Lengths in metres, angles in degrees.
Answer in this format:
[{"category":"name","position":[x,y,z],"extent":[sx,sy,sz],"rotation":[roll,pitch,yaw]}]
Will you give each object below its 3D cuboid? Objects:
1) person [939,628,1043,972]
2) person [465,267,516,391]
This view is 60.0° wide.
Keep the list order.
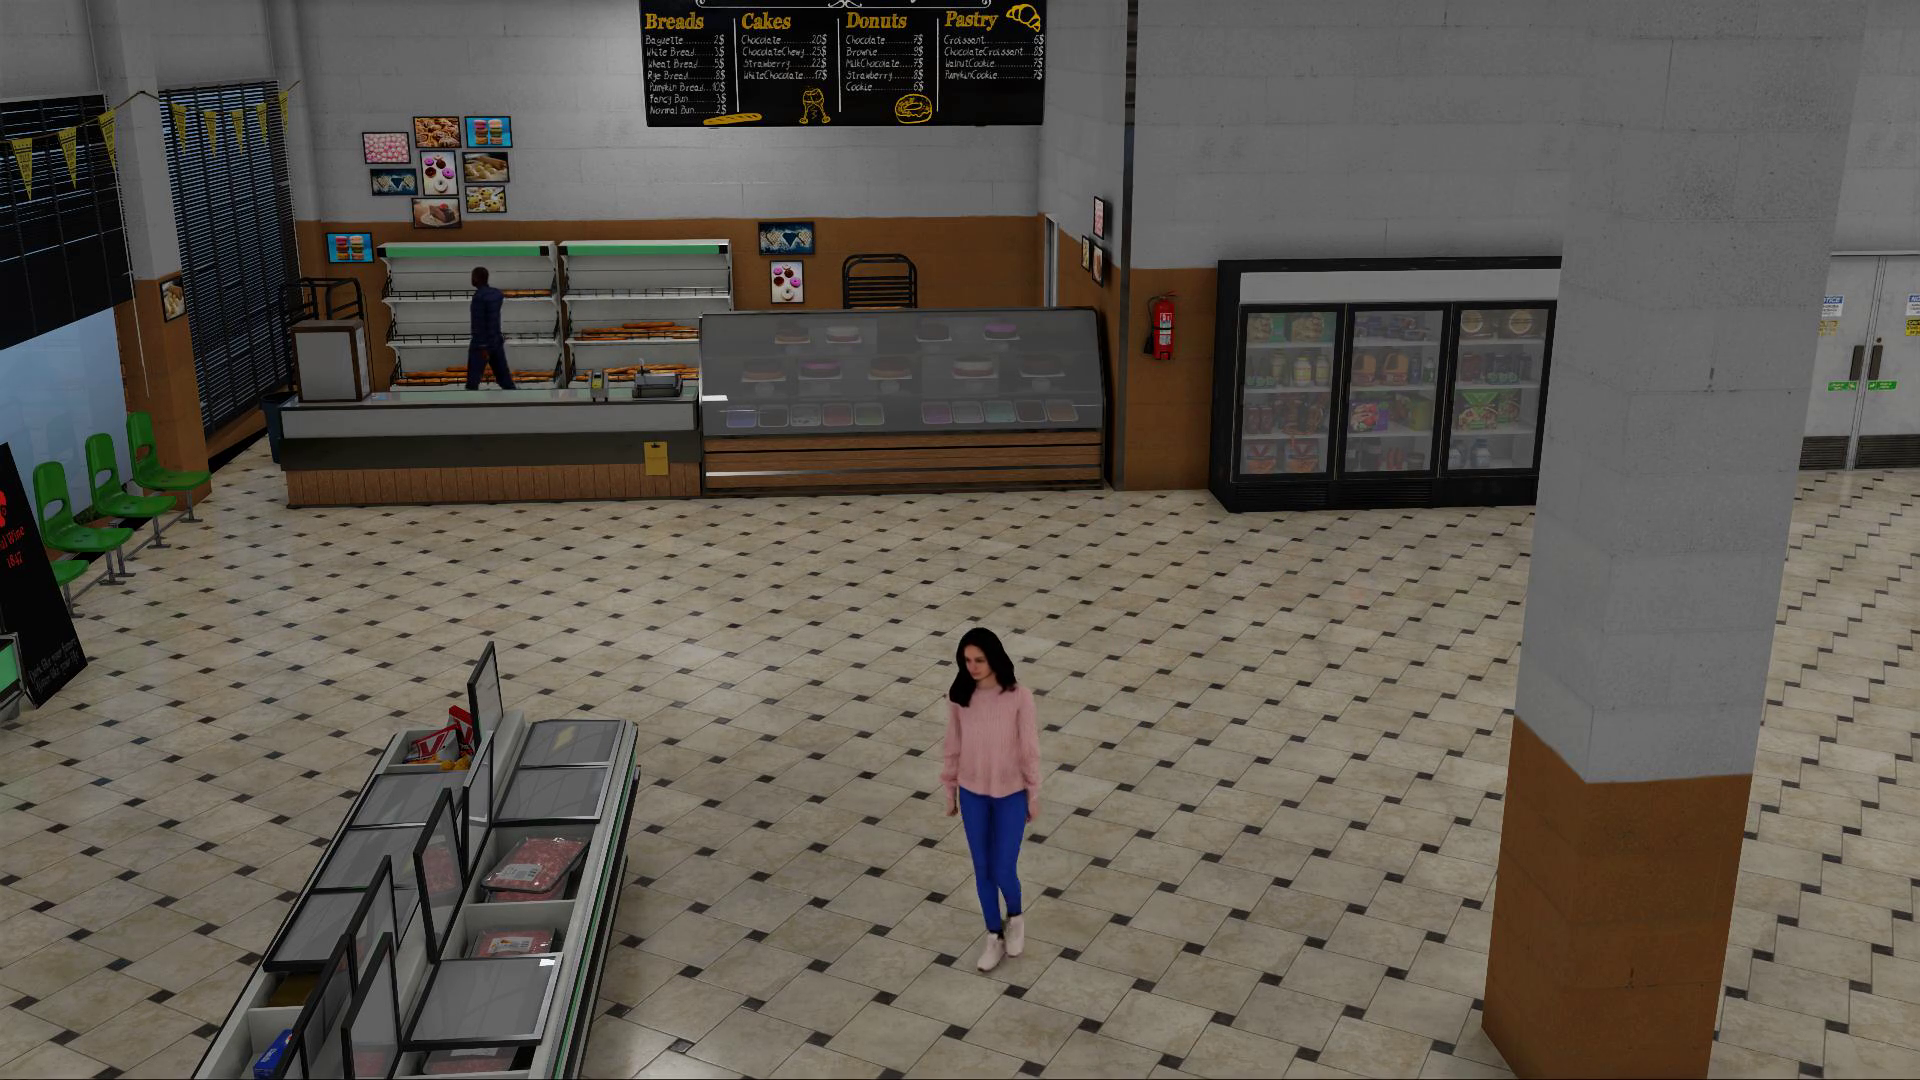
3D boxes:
[{"category":"person","position":[0.190,1.225,8.058],"extent":[0.780,1.749,0.805],"rotation":[6,18,20]},{"category":"person","position":[-5.479,-2.286,19.573],"extent":[1.104,1.776,1.203],"rotation":[7,18,22]}]
